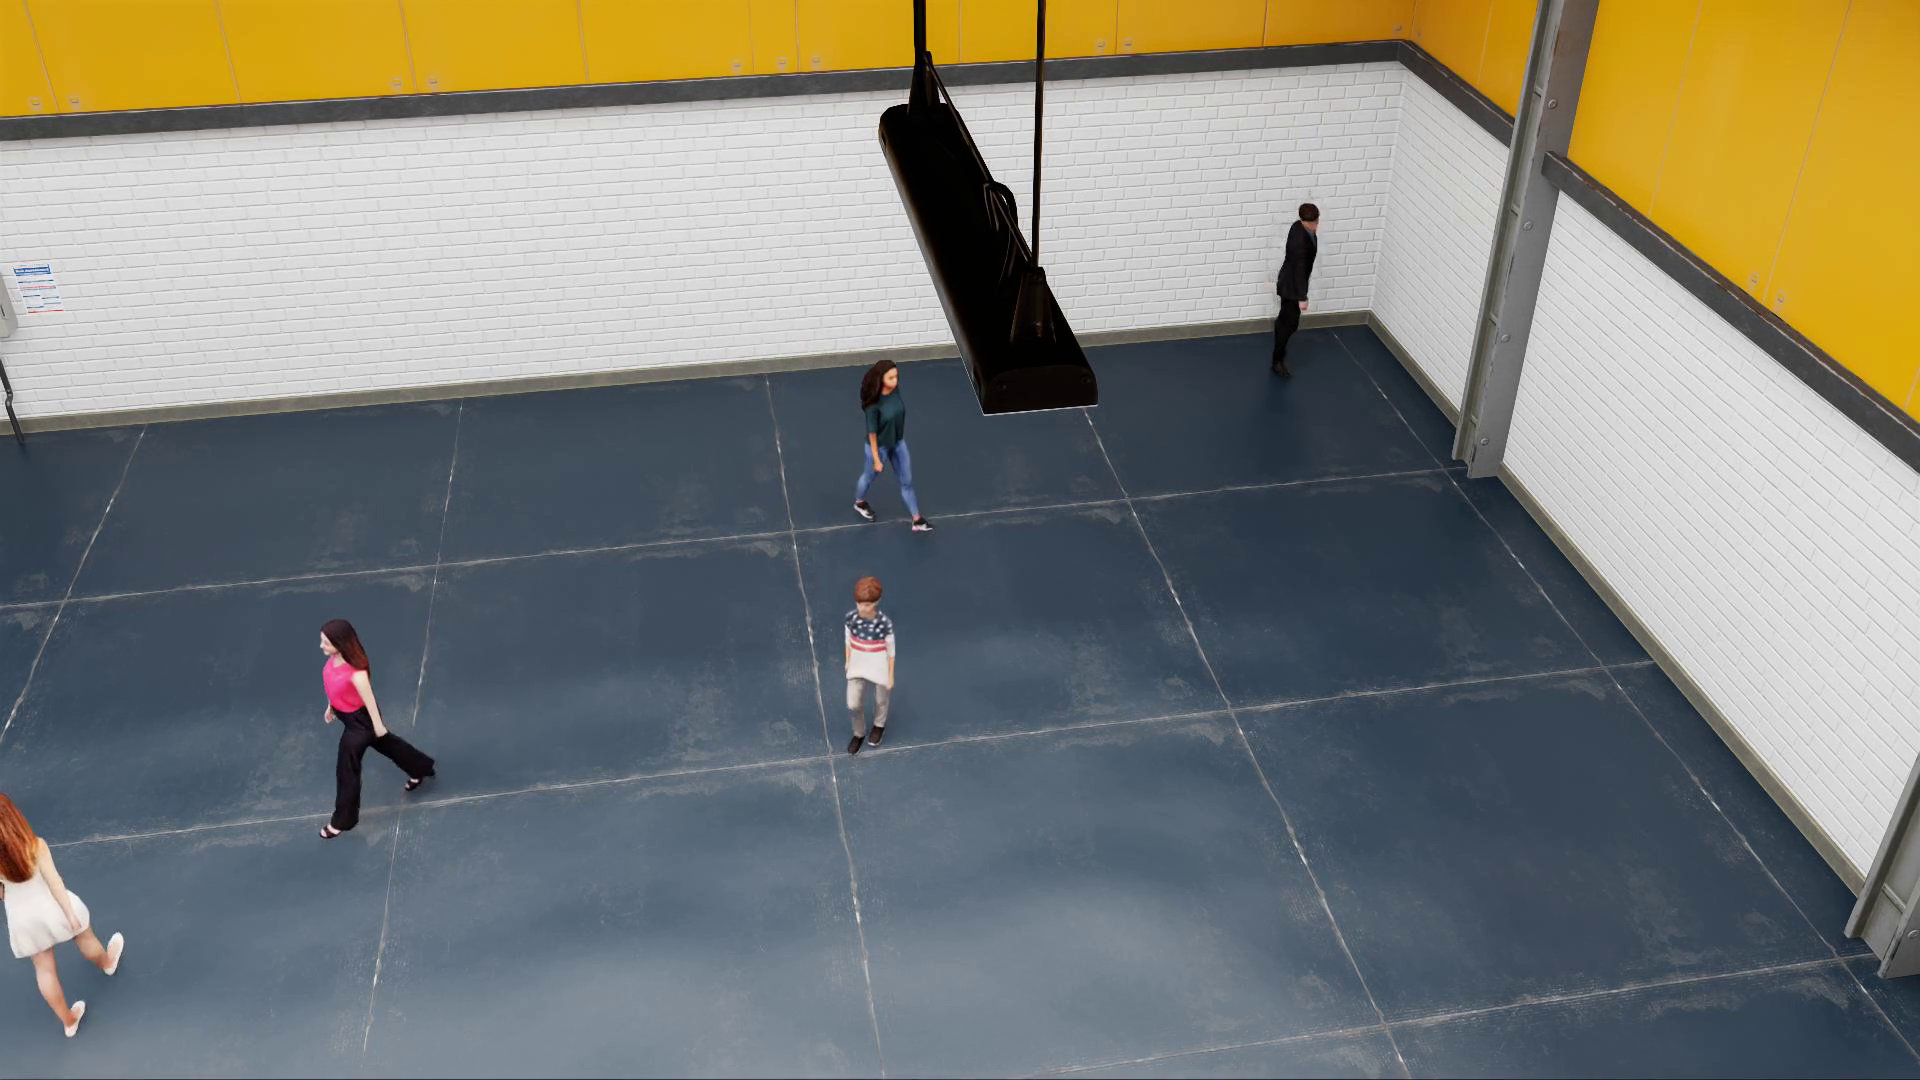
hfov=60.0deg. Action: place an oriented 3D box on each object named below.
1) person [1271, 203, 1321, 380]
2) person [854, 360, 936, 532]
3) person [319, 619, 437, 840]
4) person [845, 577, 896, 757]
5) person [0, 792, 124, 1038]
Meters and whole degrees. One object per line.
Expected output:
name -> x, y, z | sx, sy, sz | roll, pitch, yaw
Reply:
person -> 3.289, -2.562, 16.517 | 0.975, 1.845, 0.691 | -2, 34, -3
person -> -0.705, -0.813, 14.134 | 1.152, 1.571, 1.042 | 25, 41, 33
person -> -3.935, 1.177, 11.098 | 0.941, 1.618, 1.109 | -21, 39, -29
person -> -0.620, 0.833, 11.785 | 0.657, 1.430, 0.724 | 7, 34, 11
person -> -5.292, 2.185, 9.519 | 0.587, 1.688, 0.921 | -4, 34, -6
